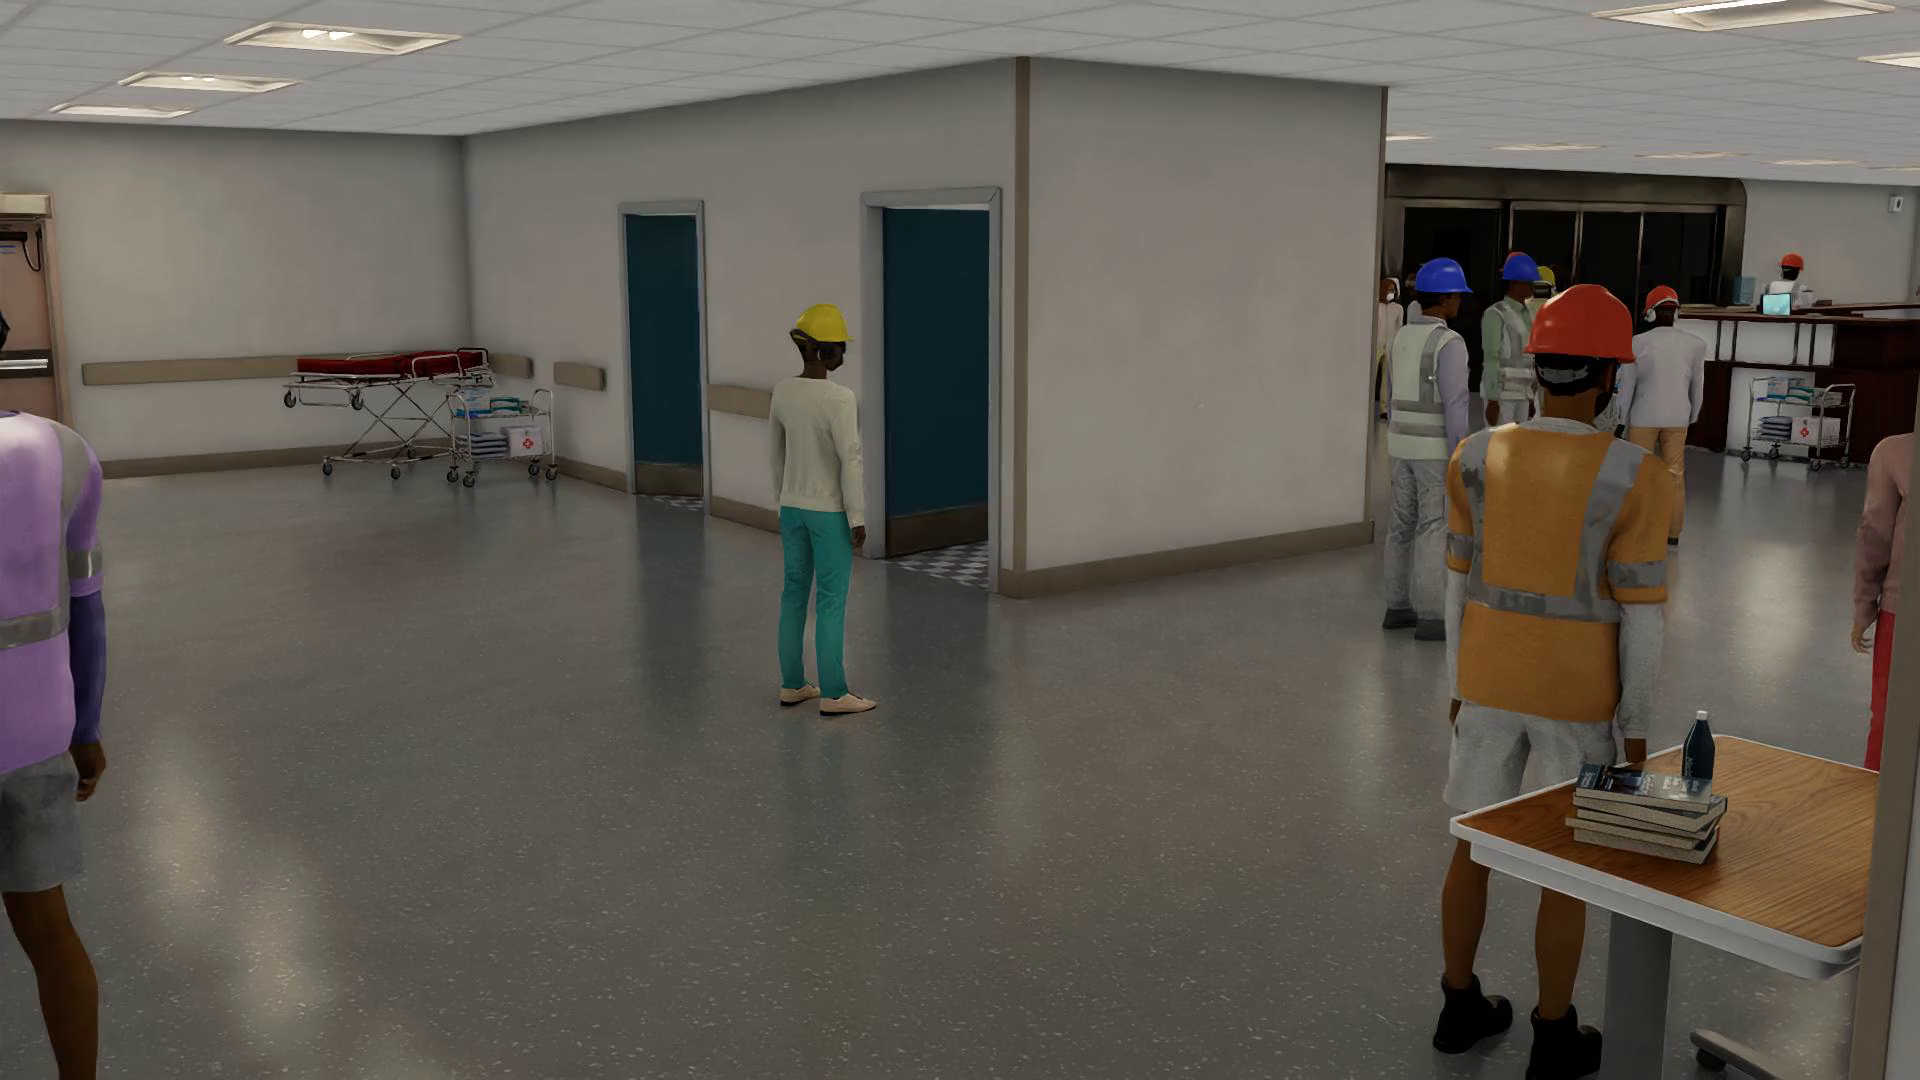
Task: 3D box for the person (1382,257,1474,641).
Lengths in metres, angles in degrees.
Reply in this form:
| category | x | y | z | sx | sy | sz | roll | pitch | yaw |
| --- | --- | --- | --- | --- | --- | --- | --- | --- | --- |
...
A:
| category | x | y | z | sx | sy | sz | roll | pitch | yaw |
| --- | --- | --- | --- | --- | --- | --- | --- | --- | --- |
| person | 2.400 | -0.460 | 8.521 | 0.389 | 1.948 | 0.605 | -3 | 11 | -19 |

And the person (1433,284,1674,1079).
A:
| category | x | y | z | sx | sy | sz | roll | pitch | yaw |
| --- | --- | --- | --- | --- | --- | --- | --- | --- | --- |
| person | 1.431 | 0.354 | 4.038 | 0.540 | 1.929 | 0.403 | 9 | 13 | 41 |

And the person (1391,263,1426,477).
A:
| category | x | y | z | sx | sy | sz | roll | pitch | yaw |
| --- | --- | --- | --- | --- | --- | --- | --- | --- | --- |
| person | 3.930 | -1.421 | 14.171 | 0.339 | 1.858 | 0.502 | -3 | 11 | -15 |

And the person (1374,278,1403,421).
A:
| category | x | y | z | sx | sy | sz | roll | pitch | yaw |
| --- | --- | --- | --- | --- | --- | --- | --- | --- | --- |
| person | 4.823 | -2.162 | 18.971 | 0.504 | 1.627 | 0.285 | -3 | 10 | -14 |

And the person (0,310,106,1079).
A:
| category | x | y | z | sx | sy | sz | roll | pitch | yaw |
| --- | --- | --- | --- | --- | --- | --- | --- | --- | --- |
| person | -2.046 | 0.411 | 3.434 | 0.409 | 2.028 | 0.618 | 4 | 11 | 19 |

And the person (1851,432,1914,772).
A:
| category | x | y | z | sx | sy | sz | roll | pitch | yaw |
| --- | --- | --- | --- | --- | --- | --- | --- | --- | --- |
| person | 3.022 | 0.242 | 5.102 | 0.526 | 1.768 | 0.315 | 7 | 12 | 33 |

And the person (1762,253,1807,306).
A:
| category | x | y | z | sx | sy | sz | roll | pitch | yaw |
| --- | --- | --- | --- | --- | --- | --- | --- | --- | --- |
| person | 9.720 | -2.414 | 19.602 | 0.737 | 1.905 | 0.543 | -9 | 13 | -41 |

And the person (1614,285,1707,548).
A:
| category | x | y | z | sx | sy | sz | roll | pitch | yaw |
| --- | --- | --- | --- | --- | --- | --- | --- | --- | --- |
| person | 4.631 | -0.811 | 11.056 | 0.560 | 1.743 | 0.334 | 0 | 10 | 2 |

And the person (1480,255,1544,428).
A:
| category | x | y | z | sx | sy | sz | roll | pitch | yaw |
| --- | --- | --- | --- | --- | --- | --- | --- | --- | --- |
| person | 3.895 | -1.026 | 11.748 | 0.412 | 1.937 | 0.629 | 10 | 14 | 44 |

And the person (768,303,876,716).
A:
| category | x | y | z | sx | sy | sz | roll | pitch | yaw |
| --- | --- | --- | --- | --- | --- | --- | --- | --- | --- |
| person | -0.597 | -0.129 | 7.177 | 0.535 | 1.767 | 0.315 | 9 | 14 | 42 |
